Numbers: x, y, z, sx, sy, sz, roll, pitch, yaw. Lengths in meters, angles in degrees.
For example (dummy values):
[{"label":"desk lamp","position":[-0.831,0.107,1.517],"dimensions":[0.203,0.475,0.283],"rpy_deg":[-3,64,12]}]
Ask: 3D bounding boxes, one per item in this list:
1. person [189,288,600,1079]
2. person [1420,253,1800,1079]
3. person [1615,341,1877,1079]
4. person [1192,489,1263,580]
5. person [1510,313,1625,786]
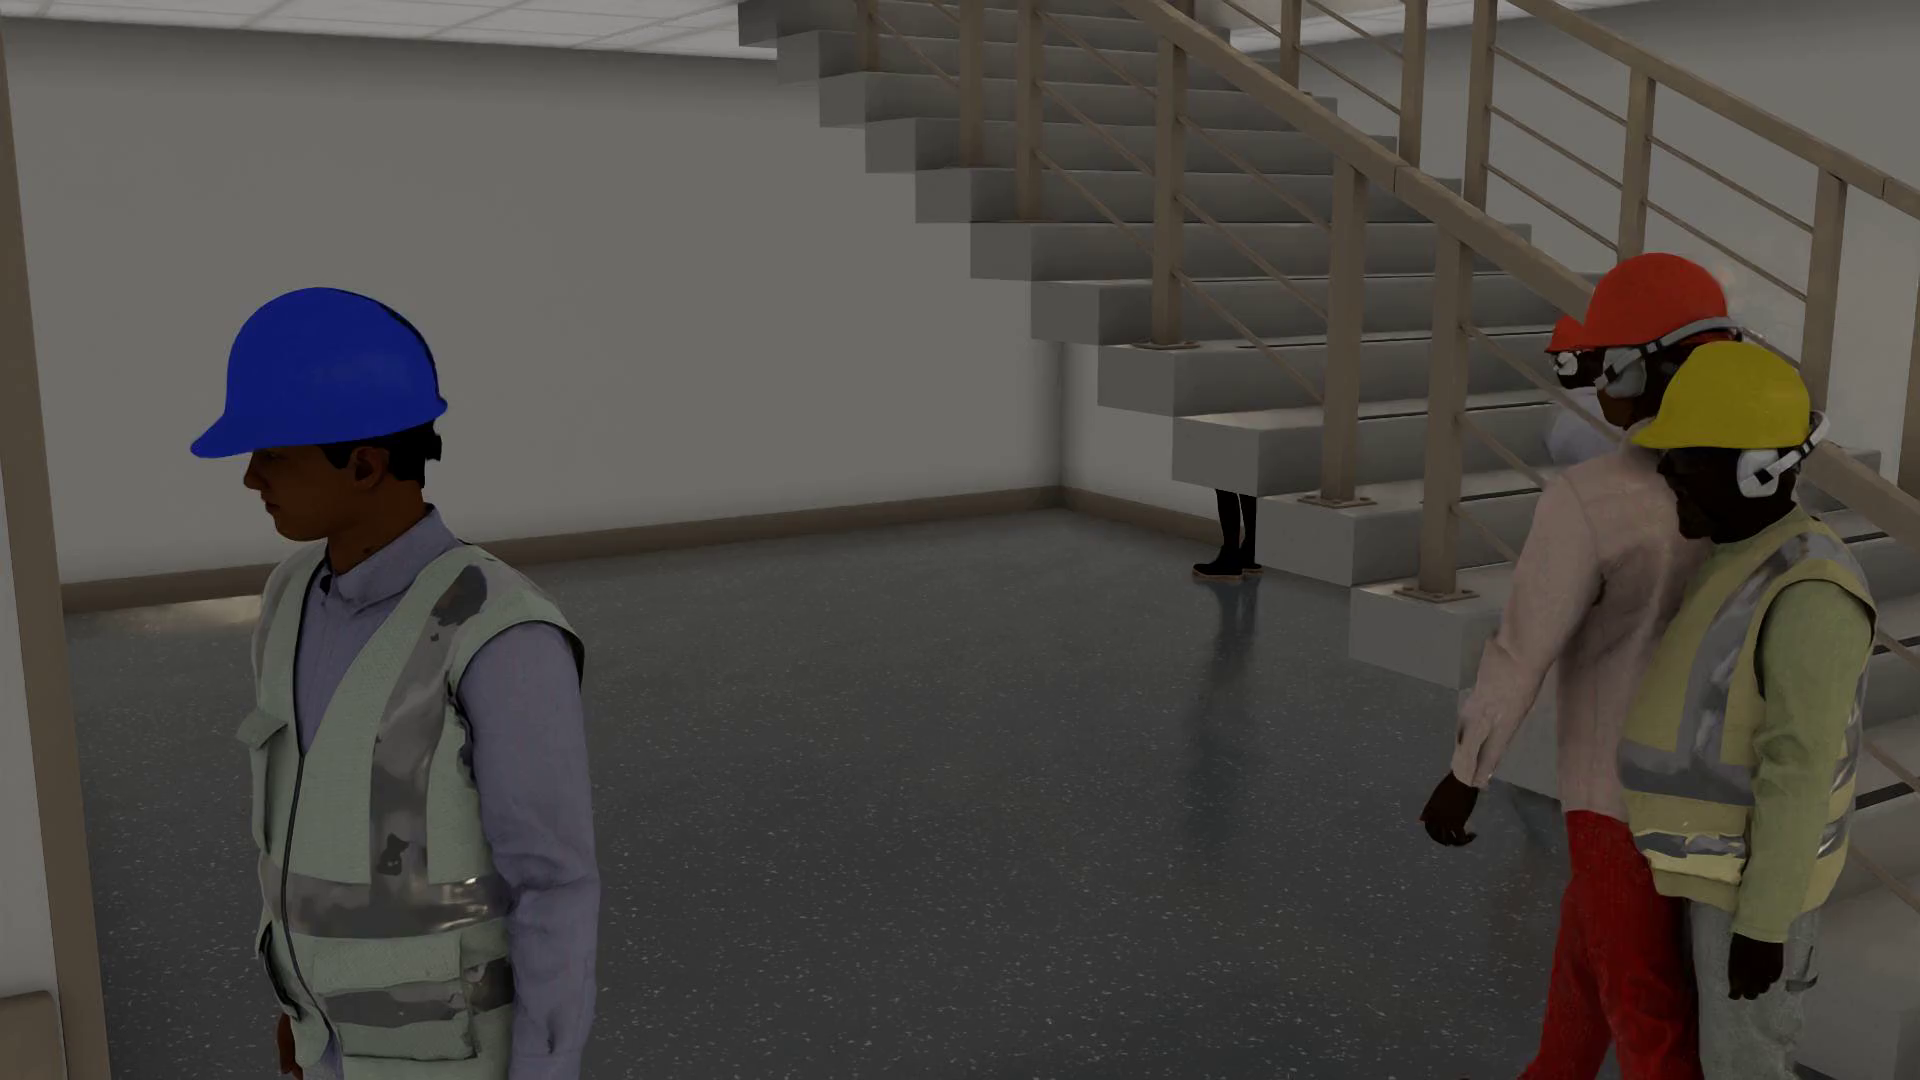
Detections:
[{"label":"person","position":[-0.737,0.640,2.223],"dimensions":[0.616,1.945,0.404],"rpy_deg":[8,14,37]},{"label":"person","position":[1.213,0.442,3.235],"dimensions":[0.616,1.958,0.875],"rpy_deg":[-7,13,-33]},{"label":"person","position":[1.360,0.559,2.997],"dimensions":[0.405,1.824,0.585],"rpy_deg":[0,11,1]},{"label":"person","position":[1.520,-0.745,9.517],"dimensions":[0.415,1.949,0.600],"rpy_deg":[8,13,37]},{"label":"person","position":[2.158,0.049,5.868],"dimensions":[0.571,1.738,0.367],"rpy_deg":[-2,11,-10]}]
